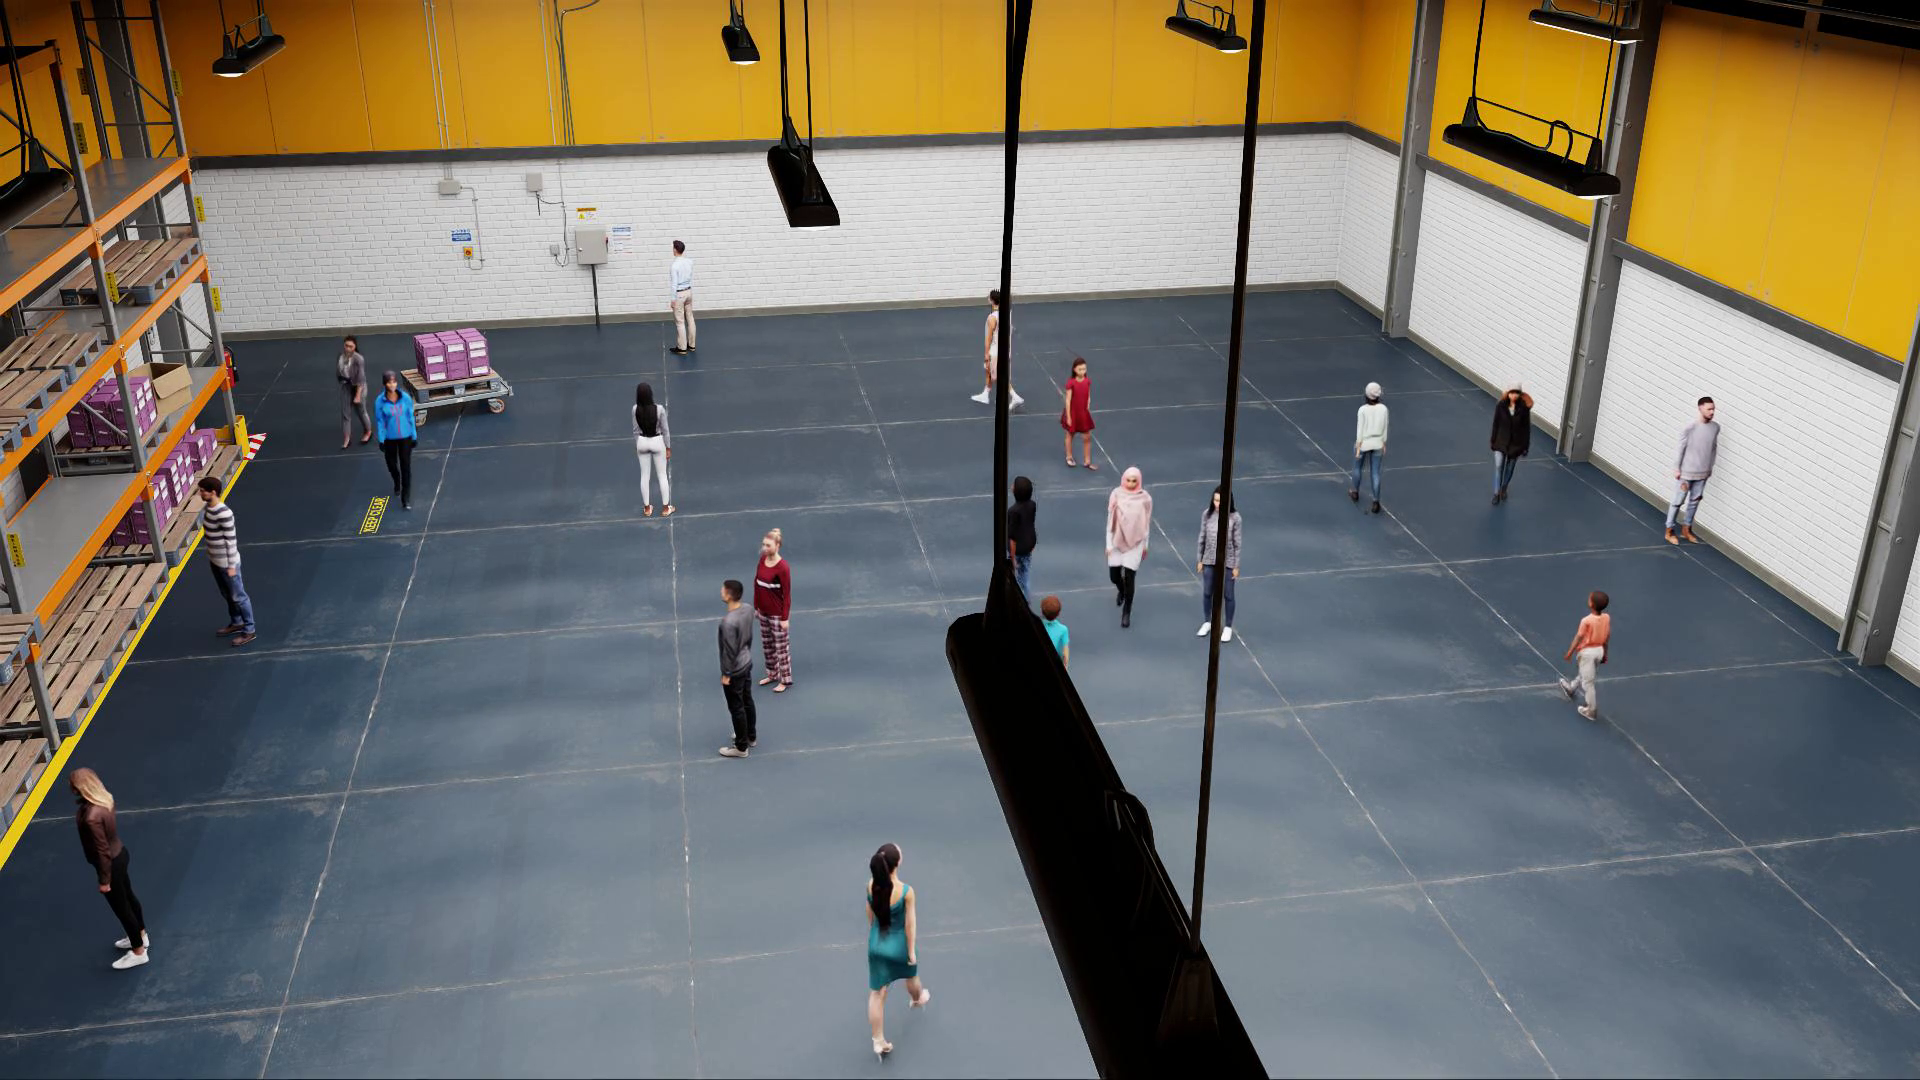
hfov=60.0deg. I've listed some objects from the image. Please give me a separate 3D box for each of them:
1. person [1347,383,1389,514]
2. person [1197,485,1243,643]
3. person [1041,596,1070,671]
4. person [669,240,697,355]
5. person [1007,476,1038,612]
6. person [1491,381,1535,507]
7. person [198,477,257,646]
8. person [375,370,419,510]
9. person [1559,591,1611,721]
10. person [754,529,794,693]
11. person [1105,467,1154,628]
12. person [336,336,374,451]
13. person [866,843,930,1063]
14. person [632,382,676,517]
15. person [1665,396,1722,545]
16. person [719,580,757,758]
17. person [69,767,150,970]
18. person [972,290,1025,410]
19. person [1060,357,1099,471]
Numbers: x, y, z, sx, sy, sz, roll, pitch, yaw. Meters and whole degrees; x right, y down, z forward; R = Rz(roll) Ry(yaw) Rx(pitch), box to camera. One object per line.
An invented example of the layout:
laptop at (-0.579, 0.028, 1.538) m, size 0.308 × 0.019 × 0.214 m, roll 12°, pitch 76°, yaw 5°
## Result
person at (5.171, -1.141, 20.875) m, size 0.603 × 1.607 × 0.962 m, roll -3°, pitch 24°, yaw -6°
person at (2.756, 0.216, 17.615) m, size 0.703 × 1.732 × 0.720 m, roll 10°, pitch 25°, yaw 21°
person at (0.824, 1.216, 15.696) m, size 0.611 × 1.437 × 0.759 m, roll 1°, pitch 24°, yaw 1°
person at (-4.517, -3.951, 27.004) m, size 0.812 × 1.848 × 0.749 m, roll 15°, pitch 28°, yaw 31°
person at (0.704, 0.137, 17.849) m, size 0.716 × 1.689 × 0.779 m, roll -21°, pitch 31°, yaw -39°
person at (6.989, -1.252, 21.140) m, size 0.929 × 1.598 × 1.106 m, roll 8°, pitch 25°, yaw 17°
person at (-7.734, 0.192, 17.518) m, size 0.677 × 1.855 × 0.783 m, roll 22°, pitch 32°, yaw 40°
person at (-7.112, -1.295, 20.999) m, size 0.714 × 1.791 × 0.825 m, roll -9°, pitch 25°, yaw -19°
person at (6.137, 1.135, 16.075) m, size 0.601 × 1.283 × 0.885 m, roll -8°, pitch 25°, yaw -18°
person at (-1.857, 0.699, 16.565) m, size 0.648 × 1.688 × 0.736 m, roll 19°, pitch 30°, yaw 37°
person at (1.807, 0.039, 17.947) m, size 0.779 × 1.791 × 0.891 m, roll 4°, pitch 24°, yaw 8°
person at (-8.334, -2.056, 22.948) m, size 0.904 × 1.624 × 0.993 m, roll 14°, pitch 27°, yaw 28°
person at (-0.524, 2.898, 11.579) m, size 0.897 × 1.653 × 1.057 m, roll 10°, pitch 25°, yaw 21°
person at (-3.846, -1.140, 20.729) m, size 0.645 × 1.722 × 0.579 m, roll 2°, pitch 24°, yaw 4°
person at (8.789, -0.856, 19.938) m, size 0.668 × 1.837 × 0.542 m, roll -4°, pitch 24°, yaw -9°
person at (-2.059, 1.171, 15.393) m, size 0.760 × 1.761 × 0.645 m, roll 8°, pitch 25°, yaw 18°
person at (-6.402, 2.448, 12.546) m, size 0.685 × 1.702 × 0.475 m, roll -7°, pitch 25°, yaw -16°
person at (0.606, -2.756, 24.385) m, size 1.153 × 1.756 × 1.153 m, roll 13°, pitch 27°, yaw 26°
person at (1.541, -1.724, 22.309) m, size 0.675 × 1.528 × 0.905 m, roll -10°, pitch 25°, yaw -21°
